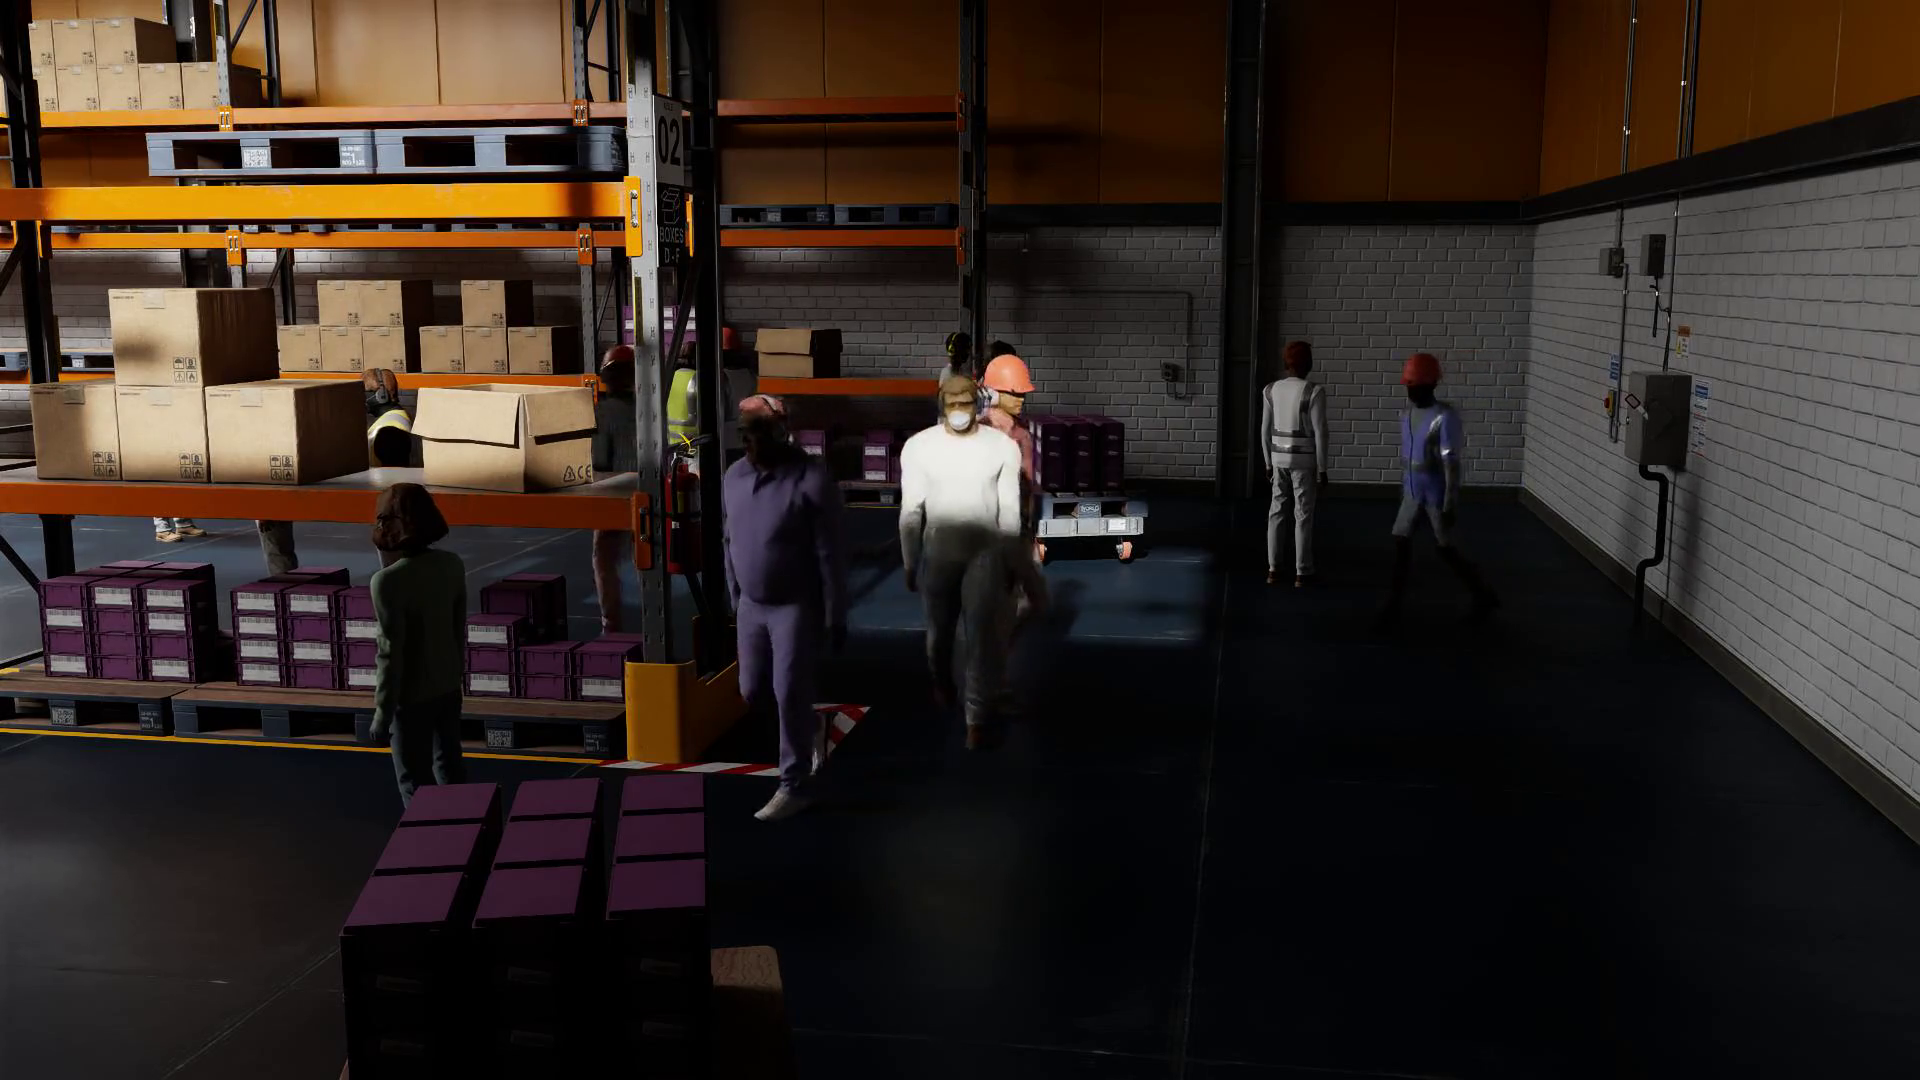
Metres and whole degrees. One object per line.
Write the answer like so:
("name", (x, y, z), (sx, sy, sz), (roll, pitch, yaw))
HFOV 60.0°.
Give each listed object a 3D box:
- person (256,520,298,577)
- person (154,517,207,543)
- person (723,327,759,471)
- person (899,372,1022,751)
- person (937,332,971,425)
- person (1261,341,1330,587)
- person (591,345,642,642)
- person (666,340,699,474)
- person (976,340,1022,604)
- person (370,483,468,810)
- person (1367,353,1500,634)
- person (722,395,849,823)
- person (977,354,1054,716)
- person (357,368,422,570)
("person", (-4.544, -0.259, 10.931), (0.403, 1.832, 0.593), (-3, 10, -16))
("person", (-7.076, -0.907, 14.931), (0.429, 1.843, 0.633), (2, 9, 13))
("person", (-1.955, -0.830, 14.142), (0.350, 1.942, 0.545), (6, 11, 34))
("person", (0.001, 0.080, 8.601), (0.628, 1.919, 0.706), (0, 9, -2))
("person", (-0.046, -0.955, 15.160), (0.329, 1.865, 0.513), (0, 9, 1))
("person", (2.580, -0.581, 12.772), (0.575, 1.884, 0.355), (9, 13, 44))
("person", (-2.060, -0.235, 10.419), (0.671, 1.944, 0.638), (8, 12, 42))
("person", (-2.225, -0.756, 14.013), (0.623, 1.839, 0.429), (8, 12, 41))
("person", (0.245, -0.431, 11.700), (0.385, 1.937, 0.632), (4, 10, 24))
("person", (-2.026, 0.597, 6.243), (0.278, 1.631, 0.507), (3, 10, 17))
("person", (3.198, -0.316, 11.154), (0.941, 1.891, 0.592), (-5, 10, -26))
("person", (-0.755, 0.274, 7.472), (0.675, 1.883, 0.625), (6, 11, 35))
("person", (0.262, -0.024, 9.035), (0.442, 1.966, 0.659), (5, 10, 28))
("person", (-3.493, -0.134, 10.177), (0.429, 1.838, 0.632), (-3, 10, -19))
